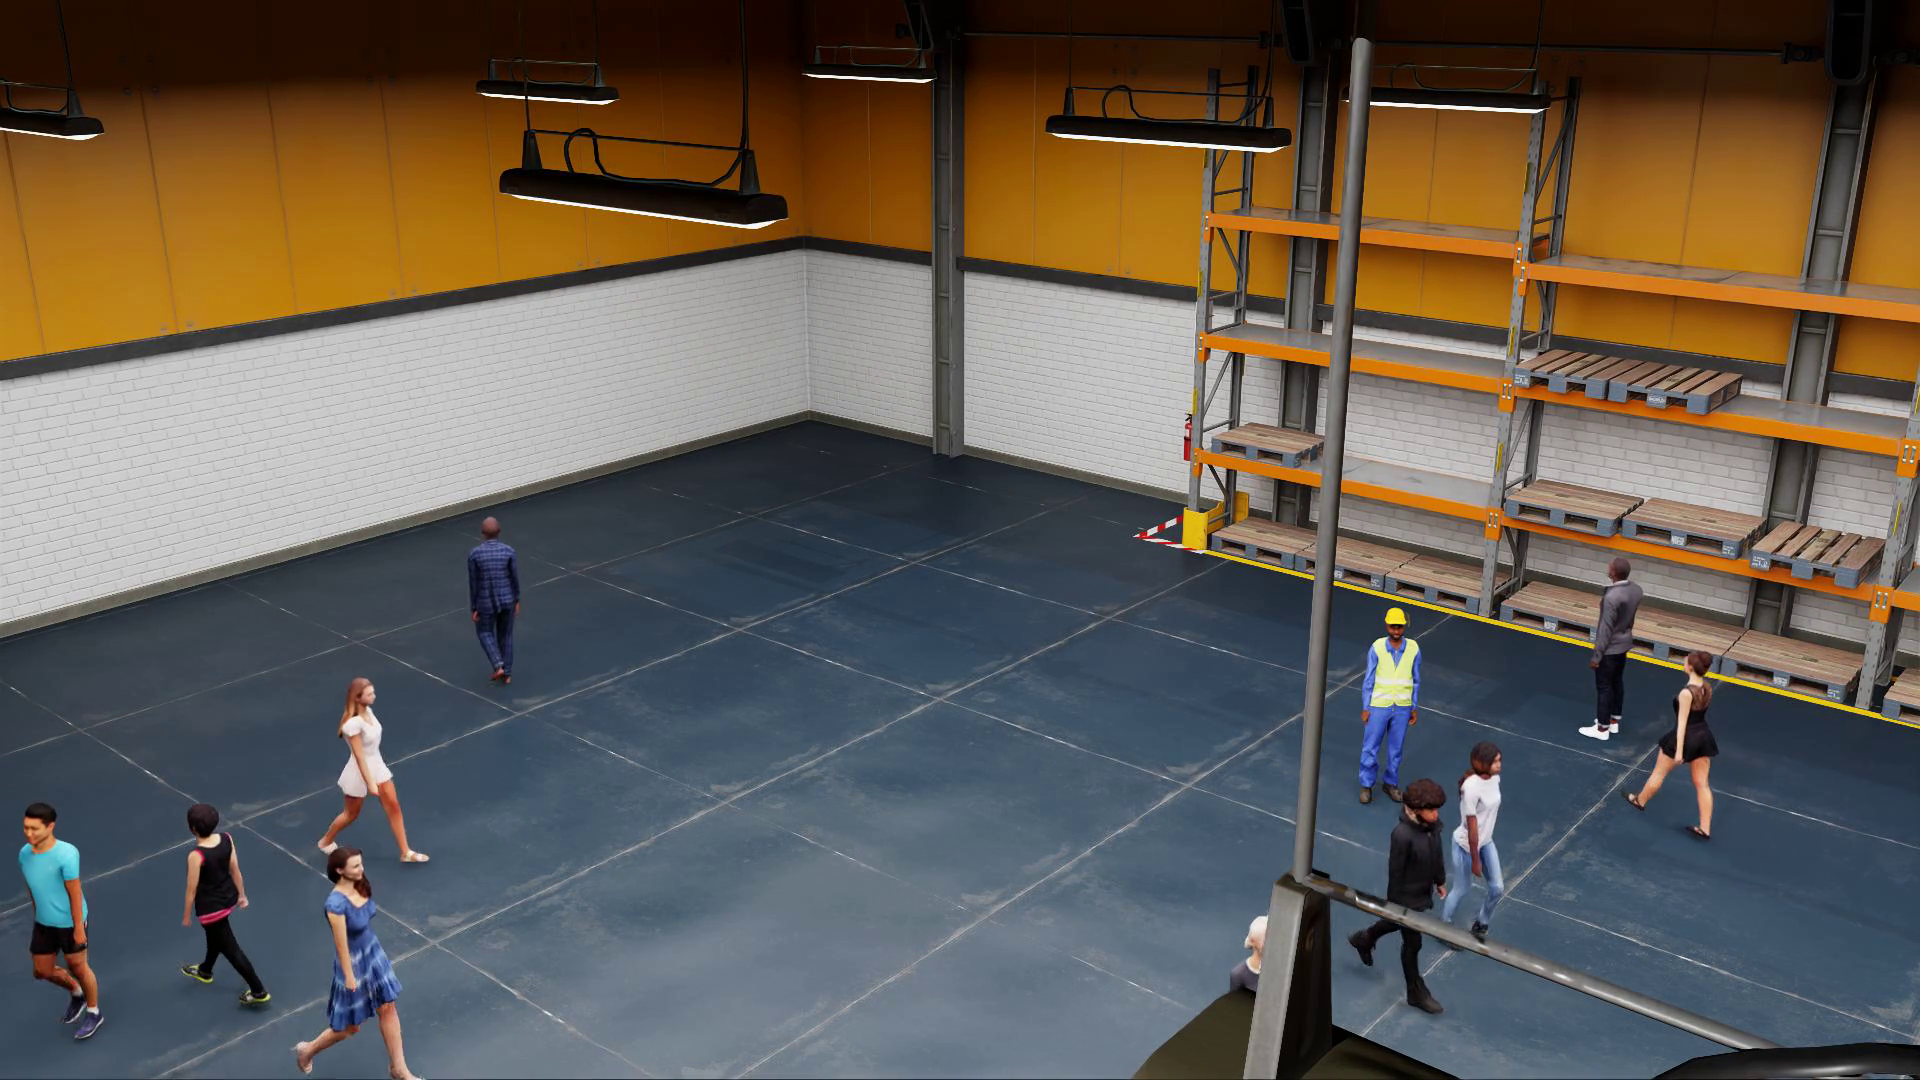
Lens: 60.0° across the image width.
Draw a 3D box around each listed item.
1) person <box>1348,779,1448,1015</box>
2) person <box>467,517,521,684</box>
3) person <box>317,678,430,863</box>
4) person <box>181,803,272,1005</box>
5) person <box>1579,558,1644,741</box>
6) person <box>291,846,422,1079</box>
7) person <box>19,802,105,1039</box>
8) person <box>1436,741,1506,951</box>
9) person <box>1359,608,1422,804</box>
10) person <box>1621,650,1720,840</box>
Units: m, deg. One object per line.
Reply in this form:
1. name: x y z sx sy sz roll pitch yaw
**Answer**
1. person: 3.153 2.464 11.858 1.117 1.746 0.715 16 24 39
2. person: -4.770 0.659 17.127 0.801 1.805 0.835 -9 21 -25
3. person: -4.958 1.927 13.598 1.215 1.654 0.958 3 19 10
4. person: -5.210 2.610 11.800 1.121 1.508 0.846 5 19 15
5. person: 6.288 1.040 15.981 0.767 1.815 0.666 -14 23 -36
6. person: -3.966 2.814 10.760 1.171 1.786 1.022 1 19 4
7. person: -6.132 2.584 11.482 0.723 1.761 0.812 3 19 10
8. person: 3.777 2.281 12.471 0.667 1.704 0.744 -14 23 -35
9. person: 3.813 1.456 14.747 0.738 1.813 0.814 0 19 -1
10. person: 6.257 1.765 14.110 0.847 1.635 1.144 -10 21 -28
